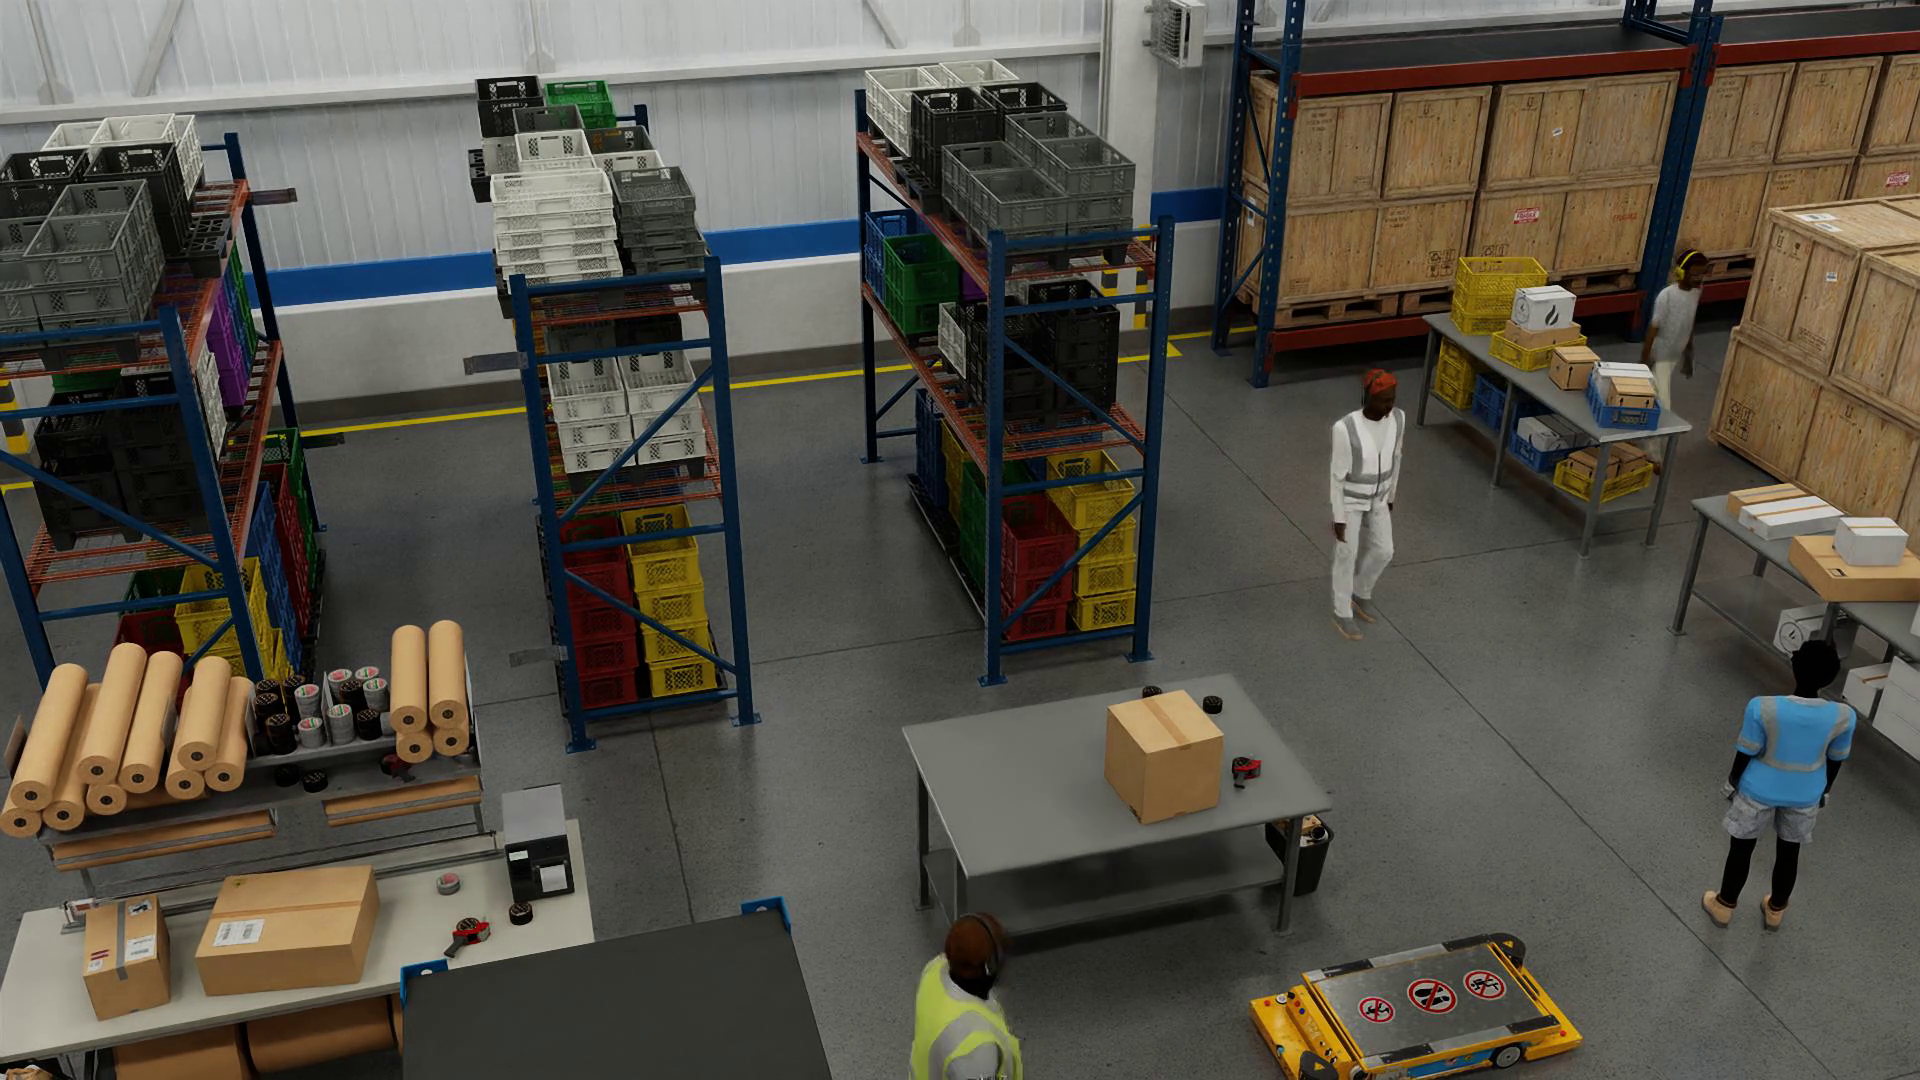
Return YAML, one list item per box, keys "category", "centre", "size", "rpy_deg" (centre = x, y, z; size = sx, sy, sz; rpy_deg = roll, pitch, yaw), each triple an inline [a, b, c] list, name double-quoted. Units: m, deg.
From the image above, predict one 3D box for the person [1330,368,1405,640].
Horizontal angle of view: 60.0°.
- category: "person"
  centre: [2.646, -0.237, 10.917]
  size: [0.614, 1.876, 0.419]
  rpy_deg: [-13, 31, -22]

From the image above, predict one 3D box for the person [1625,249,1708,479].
- category: "person"
  centre: [5.550, -1.463, 13.227]
  size: [0.560, 1.825, 0.862]
  rpy_deg: [-19, 34, -30]

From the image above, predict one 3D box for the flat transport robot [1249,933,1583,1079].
- category: "flat transport robot"
  centre: [2.184, 2.282, 7.980]
  size: [1.431, 0.197, 0.652]
  rpy_deg: [-8, 30, -14]

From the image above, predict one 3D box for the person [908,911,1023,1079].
- category: "person"
  centre: [0.021, 2.257, 6.456]
  size: [0.434, 1.816, 0.693]
  rpy_deg: [-5, 29, -10]

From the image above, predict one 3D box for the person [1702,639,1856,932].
- category: "person"
  centre: [4.127, 1.249, 8.389]
  size: [0.542, 1.695, 0.316]
  rpy_deg: [4, 29, 7]
